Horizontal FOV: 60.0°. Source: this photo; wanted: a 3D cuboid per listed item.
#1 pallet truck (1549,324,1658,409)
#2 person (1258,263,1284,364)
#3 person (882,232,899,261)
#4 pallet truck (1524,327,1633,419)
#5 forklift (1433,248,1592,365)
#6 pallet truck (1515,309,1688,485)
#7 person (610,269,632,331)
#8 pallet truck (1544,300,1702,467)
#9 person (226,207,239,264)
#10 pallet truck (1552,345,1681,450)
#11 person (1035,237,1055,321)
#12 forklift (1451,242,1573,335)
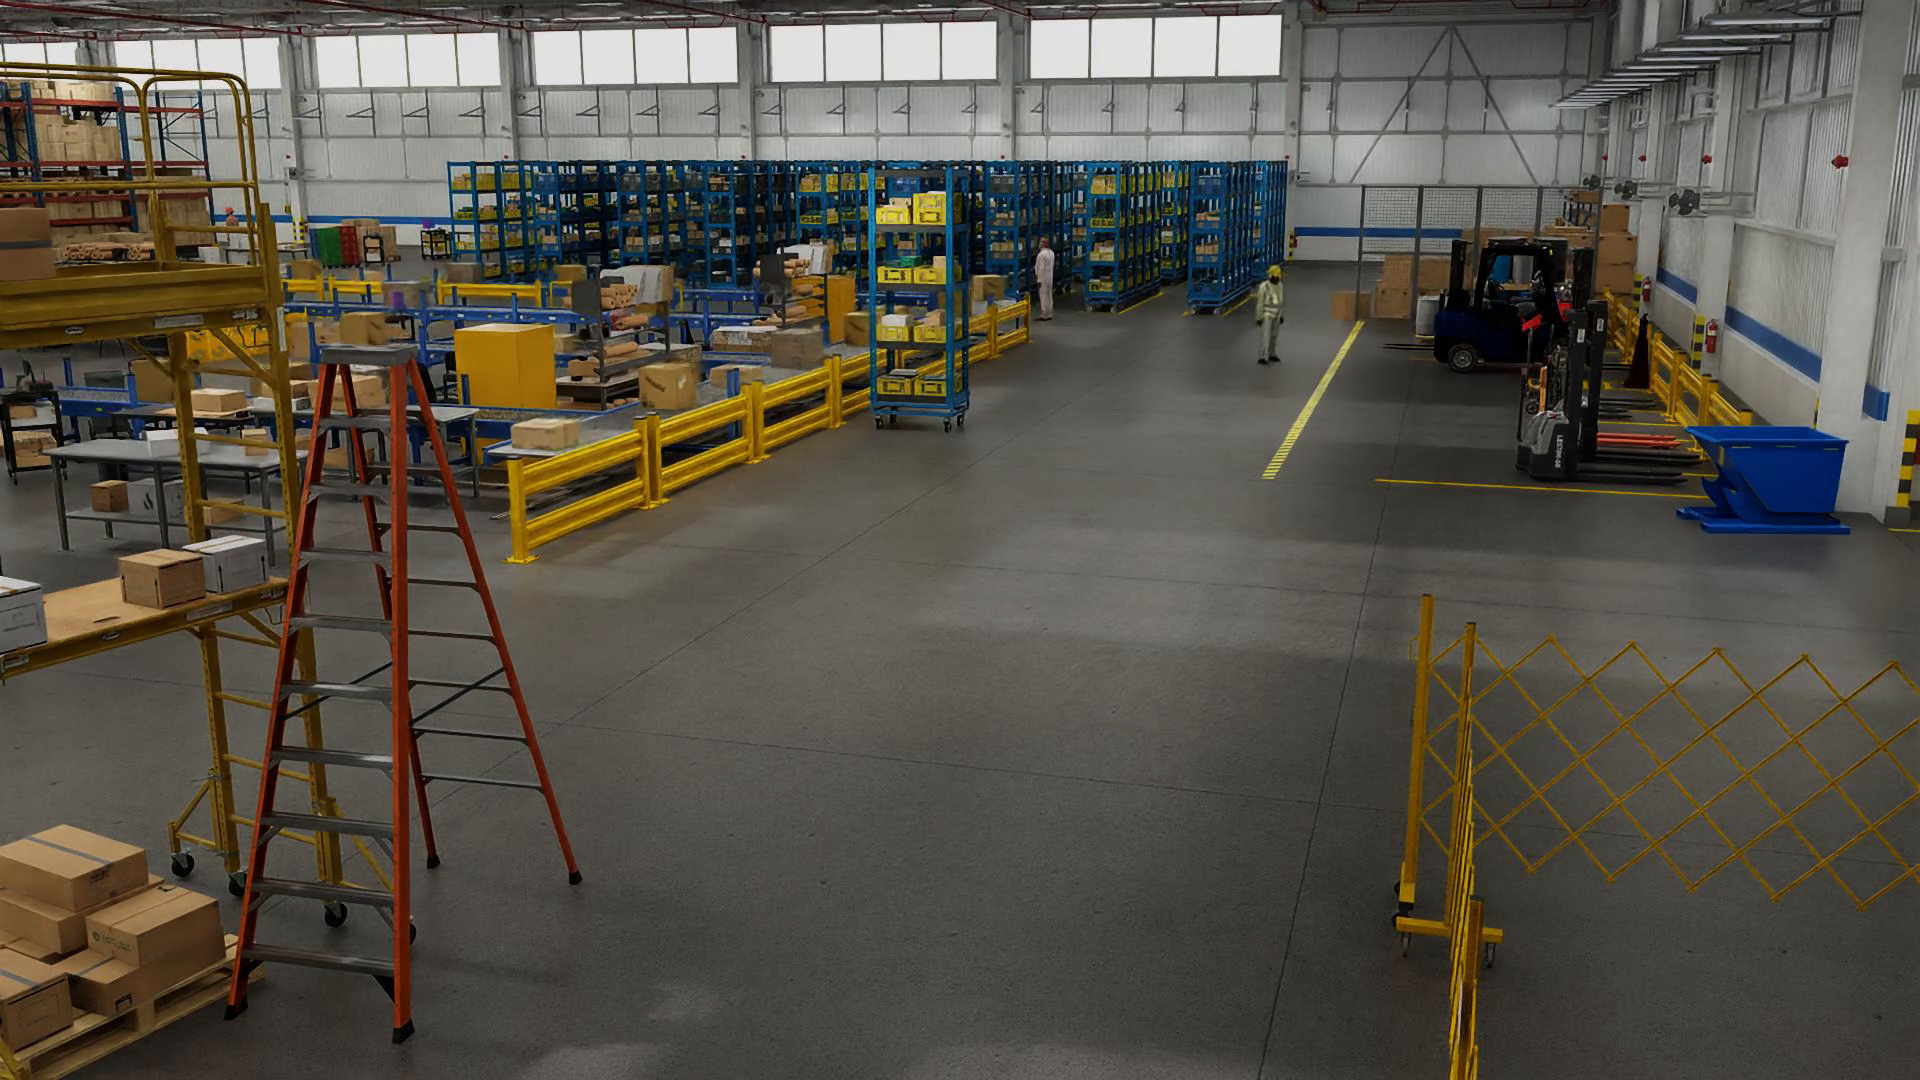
[{"bbox_3d":[9.824,-2.669,25.407,1.601,1.201,0.680,4,14,16],"label":"pallet truck"},{"bbox_3d":[5.716,-4.151,30.506,0.598,1.828,0.403,-10,16,-37],"label":"person"},{"bbox_3d":[-2.140,-8.970,51.387,0.587,1.791,0.962,3,13,12],"label":"person"},{"bbox_3d":[9.065,-2.460,24.370,1.522,1.261,0.704,3,13,14],"label":"pallet truck"},{"bbox_3d":[9.780,-4.111,29.280,2.680,1.987,1.157,3,13,14],"label":"forklift"},{"bbox_3d":[7.554,-1.677,19.446,1.885,1.965,0.823,3,13,14],"label":"pallet truck"},{"bbox_3d":[-6.199,-4.091,30.397,0.529,1.761,0.341,9,16,33],"label":"person"},{"bbox_3d":[8.263,-1.952,20.631,1.885,1.965,0.823,5,14,20],"label":"pallet truck"},{"bbox_3d":[-25.588,-10.709,58.500,0.406,1.987,0.608,3,13,11],"label":"person"},{"bbox_3d":[8.641,-1.896,21.908,1.630,1.274,0.653,4,14,16],"label":"pallet truck"},{"bbox_3d":[1.931,-6.009,38.354,0.401,1.910,0.641,7,15,28],"label":"person"},{"bbox_3d":[10.464,-4.597,31.405,2.680,1.987,1.157,4,14,16],"label":"forklift"}]
